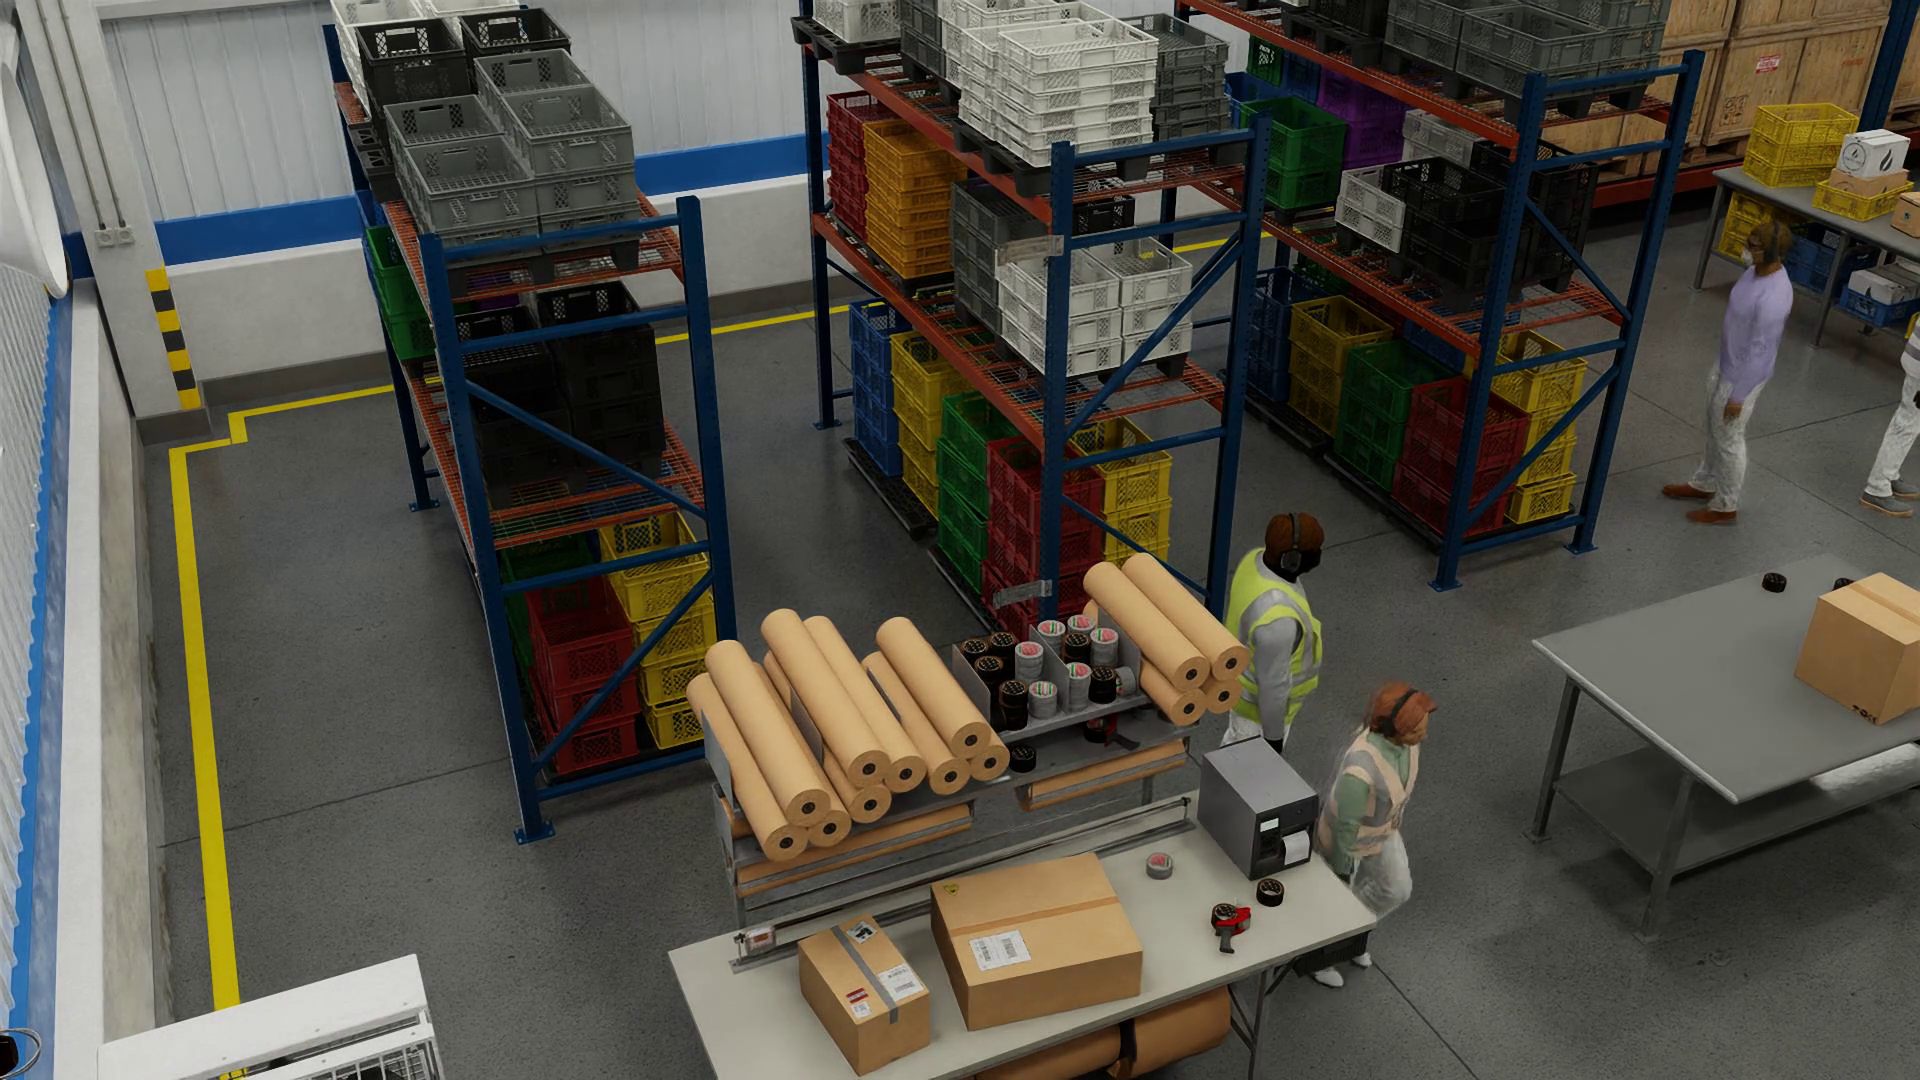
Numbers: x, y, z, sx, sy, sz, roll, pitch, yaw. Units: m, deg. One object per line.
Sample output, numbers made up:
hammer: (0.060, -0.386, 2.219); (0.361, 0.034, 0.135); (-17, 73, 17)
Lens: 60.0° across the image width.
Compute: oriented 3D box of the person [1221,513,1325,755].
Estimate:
person: (1.358, 0.681, 7.363); (0.430, 1.836, 0.630); (0, 32, 1)

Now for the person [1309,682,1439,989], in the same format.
person: (1.615, 1.192, 6.726); (0.437, 1.610, 0.531); (25, 39, 34)

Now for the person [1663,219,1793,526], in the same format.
person: (4.668, -1.001, 9.999); (0.374, 1.941, 0.633); (7, 32, 12)

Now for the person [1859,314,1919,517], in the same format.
person: (5.913, -1.045, 10.125); (0.343, 1.875, 0.579); (19, 36, 28)
